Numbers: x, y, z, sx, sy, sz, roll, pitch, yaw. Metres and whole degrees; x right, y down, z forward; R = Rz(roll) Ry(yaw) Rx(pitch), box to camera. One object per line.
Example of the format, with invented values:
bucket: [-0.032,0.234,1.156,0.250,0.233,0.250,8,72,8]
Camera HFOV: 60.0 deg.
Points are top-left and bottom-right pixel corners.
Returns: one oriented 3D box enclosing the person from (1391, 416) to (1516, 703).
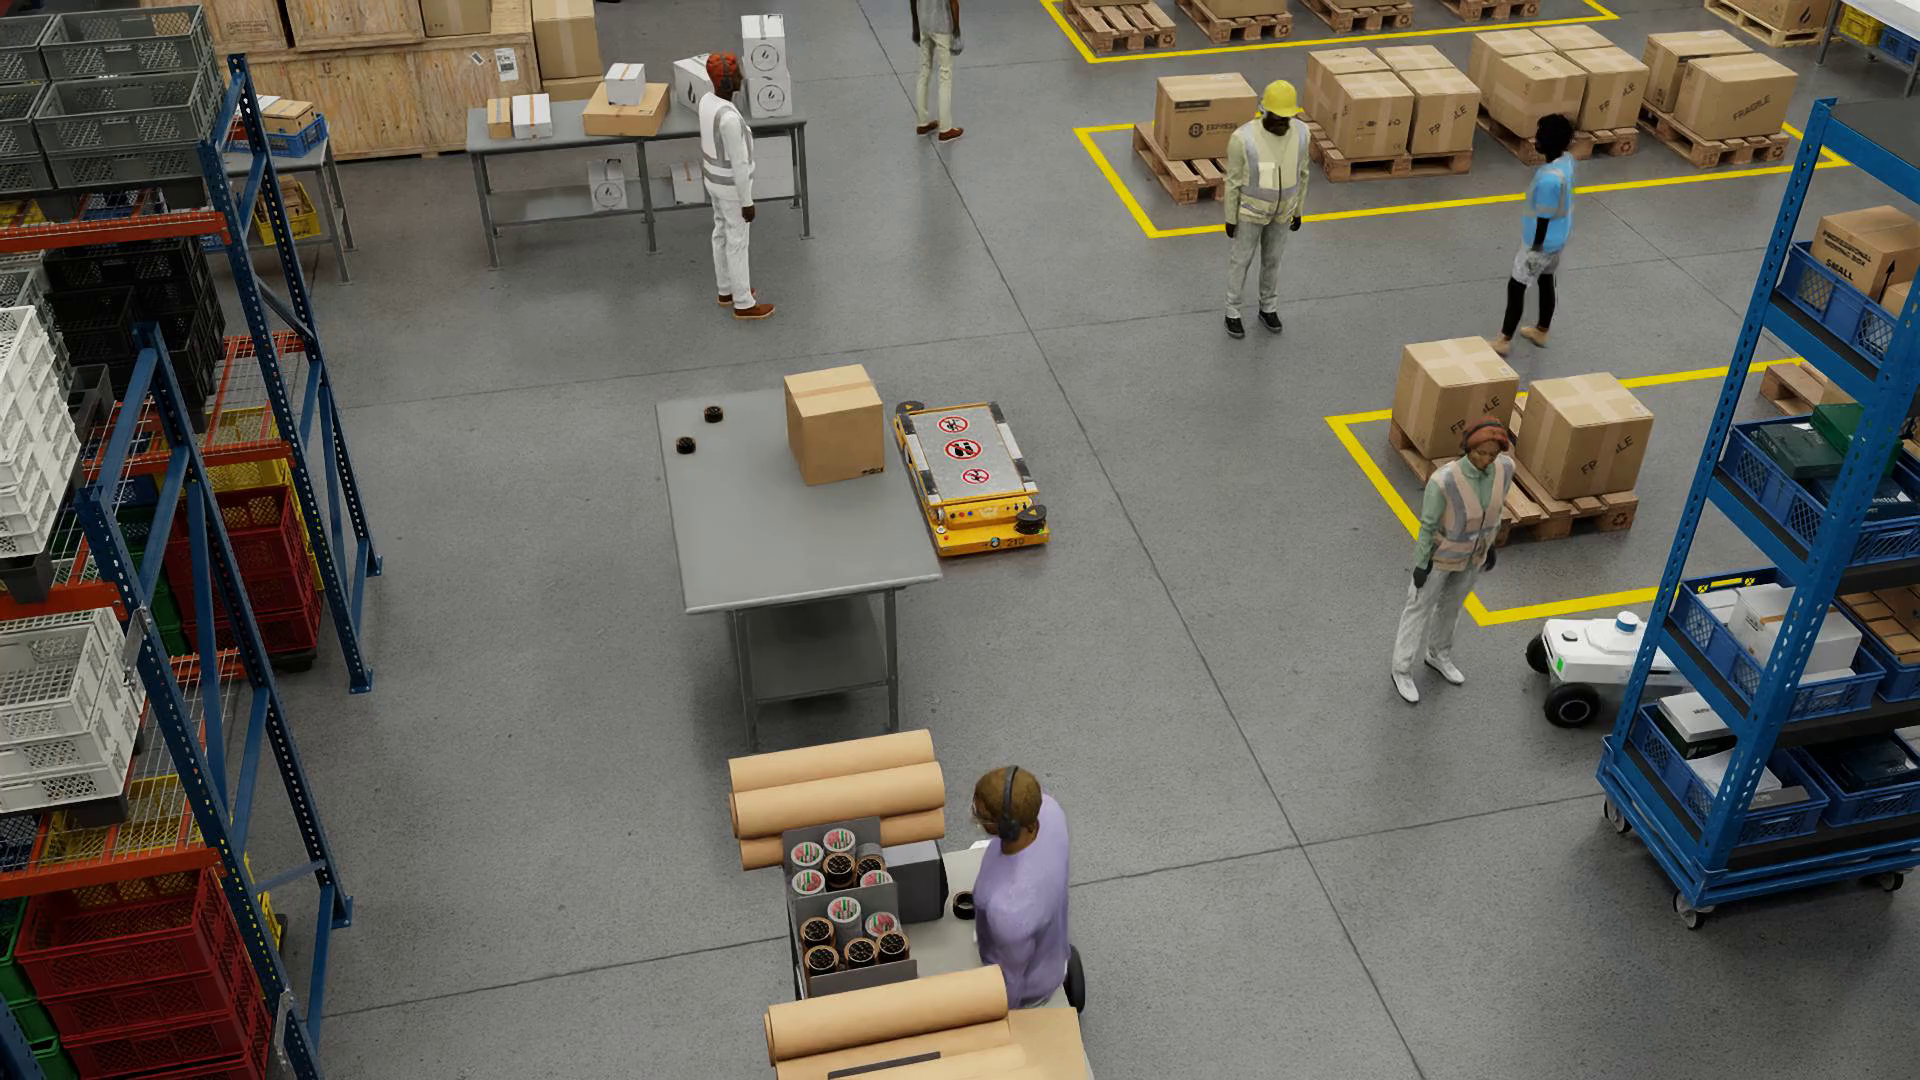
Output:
person: [2.462,0.081,8.285,0.514,1.637,0.315,-16,40,-20]

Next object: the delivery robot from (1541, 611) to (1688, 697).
delivery robot: [3.337,0.579,8.441,0.707,0.478,0.477,2,37,3]

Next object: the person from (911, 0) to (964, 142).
person: [-0.193,-4.283,13.969,0.493,1.861,0.329,23,43,28]

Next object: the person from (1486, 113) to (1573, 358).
person: [3.822,-2.016,11.067,0.482,1.682,0.608,17,40,22]

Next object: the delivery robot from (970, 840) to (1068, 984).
delivery robot: [0.234,1.591,7.081,0.477,0.478,0.707,-5,37,-6]

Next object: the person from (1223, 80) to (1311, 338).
person: [2.065,-2.236,11.248,0.585,1.823,0.403,-9,38,-12]

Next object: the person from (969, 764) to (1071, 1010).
person: [0.211,1.549,6.072,0.372,1.932,0.631,9,37,11]

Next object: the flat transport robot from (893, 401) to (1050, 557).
flat transport robot: [0.046,-0.430,10.108,0.652,0.197,1.431,-8,37,-10]

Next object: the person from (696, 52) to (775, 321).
person: [-1.572,-2.424,11.447,0.354,1.883,0.572,-19,40,-23]
